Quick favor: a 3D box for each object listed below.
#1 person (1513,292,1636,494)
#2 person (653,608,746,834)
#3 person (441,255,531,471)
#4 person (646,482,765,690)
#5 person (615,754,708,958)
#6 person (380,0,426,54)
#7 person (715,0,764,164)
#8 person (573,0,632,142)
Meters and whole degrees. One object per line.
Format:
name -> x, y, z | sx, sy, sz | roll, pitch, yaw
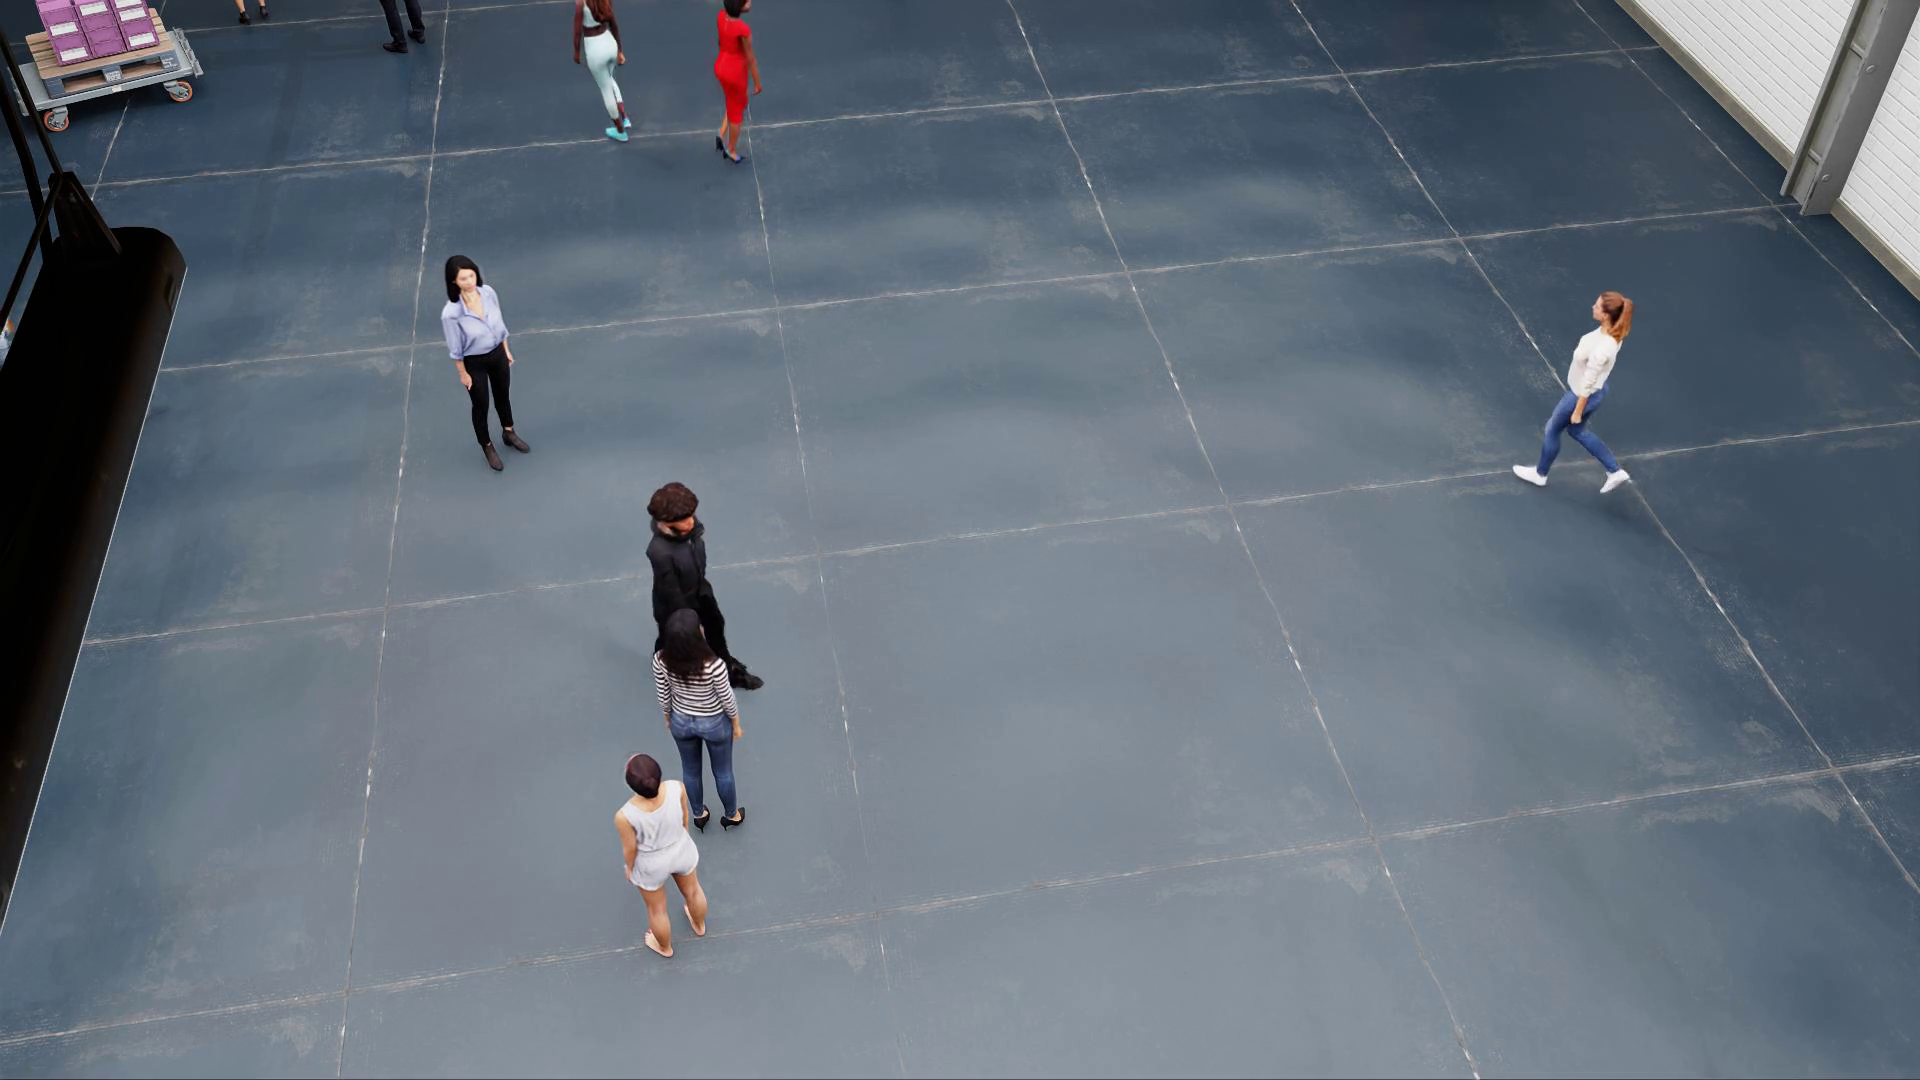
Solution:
person -> 4.437, -0.963, 11.597 | 1.067, 1.696, 1.010 | 25, 49, 24
person -> -1.467, 1.049, 9.412 | 0.642, 1.796, 0.590 | 6, 44, 6
person -> -3.411, -1.281, 11.896 | 0.774, 1.744, 0.727 | 29, 51, 27
person -> -1.795, 0.305, 10.230 | 0.983, 1.745, 0.974 | 15, 46, 16
person -> -1.596, 1.680, 8.889 | 0.658, 1.604, 0.688 | -28, 50, -27
person -> -5.703, -5.782, 16.549 | 0.856, 1.842, 0.784 | 24, 48, 23
person -> -2.068, -4.106, 14.875 | 0.714, 1.725, 0.796 | 34, 53, 30
person -> -3.230, -4.411, 15.206 | 0.777, 1.710, 0.715 | 32, 52, 29
